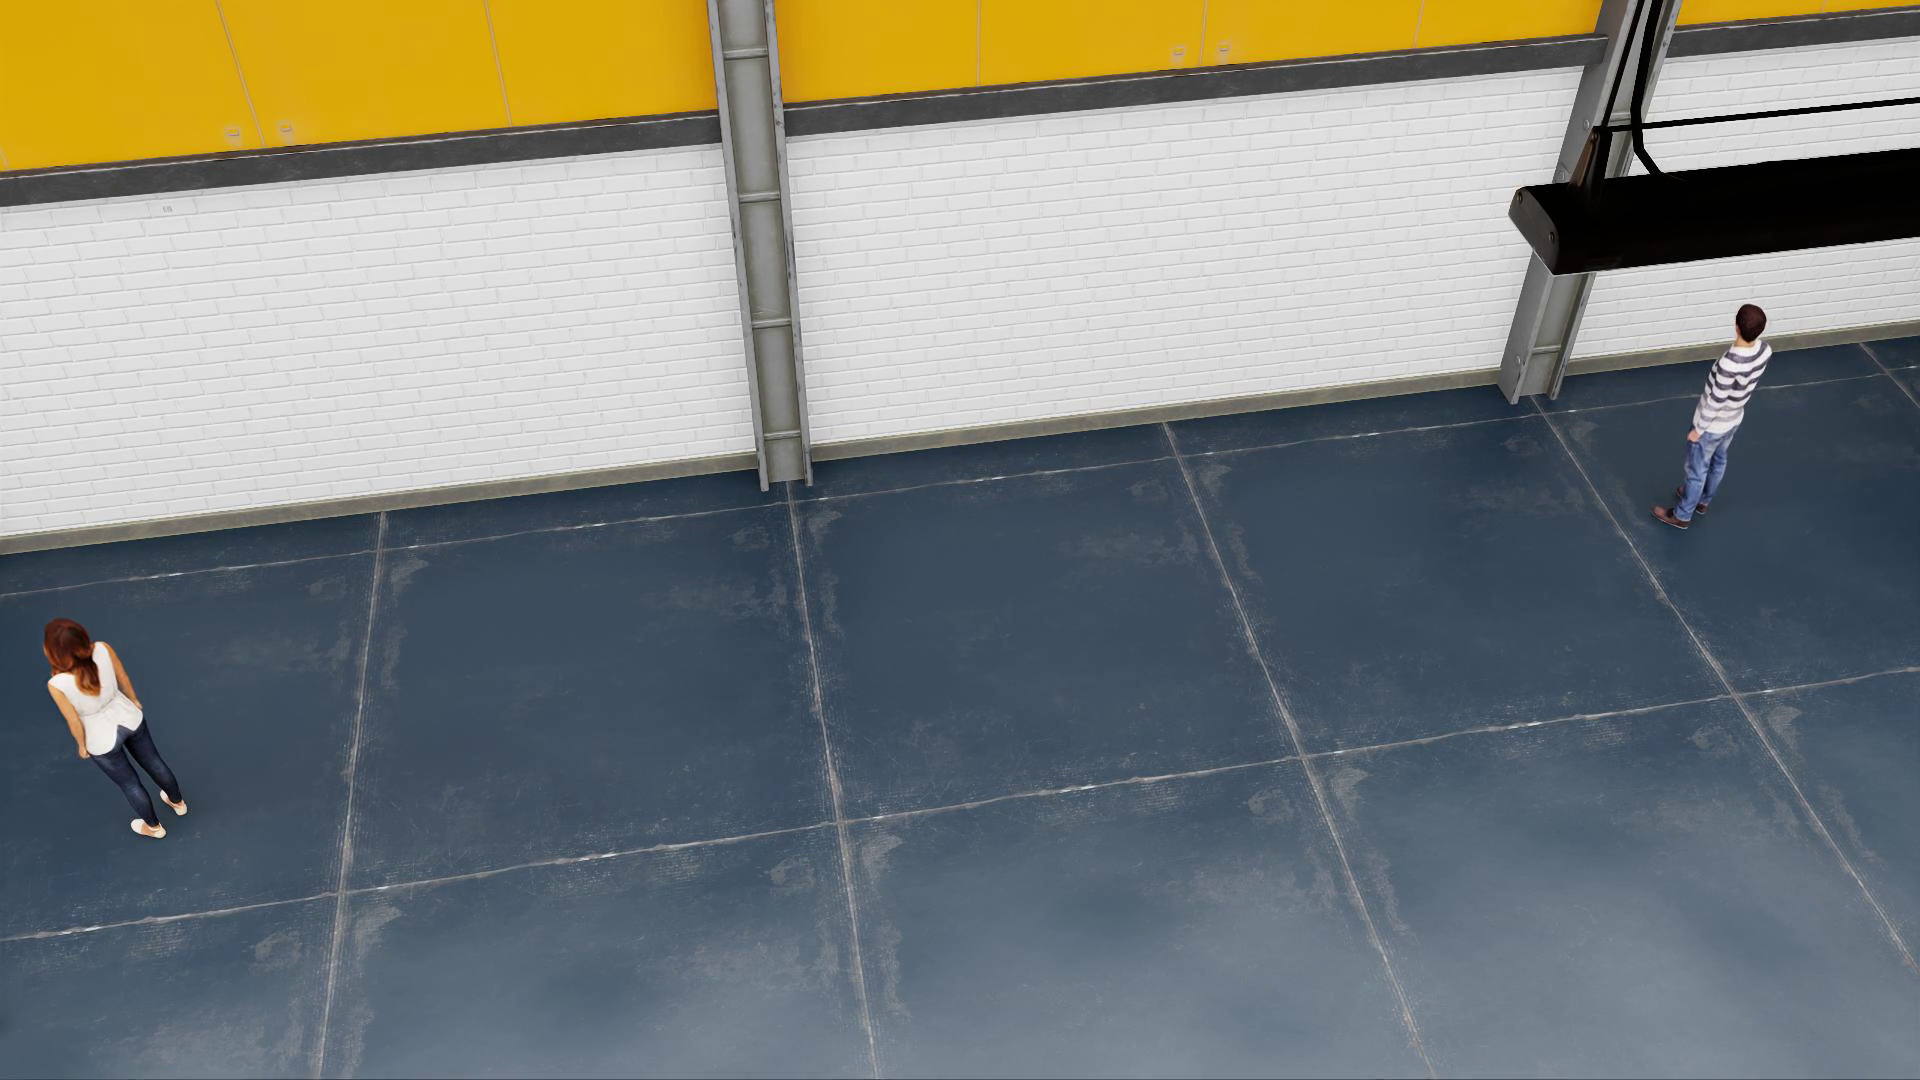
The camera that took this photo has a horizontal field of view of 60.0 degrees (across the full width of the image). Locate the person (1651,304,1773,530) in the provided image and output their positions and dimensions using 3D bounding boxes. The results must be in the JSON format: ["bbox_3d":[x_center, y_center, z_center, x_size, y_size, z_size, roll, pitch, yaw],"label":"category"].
[{"bbox_3d":[5.358,-0.860,11.720,0.633,1.851,0.780,-27,50,-25],"label":"person"}]

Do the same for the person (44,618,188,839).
[{"bbox_3d":[-4.935,1.102,9.708,0.707,1.785,0.667,21,47,20],"label":"person"}]
